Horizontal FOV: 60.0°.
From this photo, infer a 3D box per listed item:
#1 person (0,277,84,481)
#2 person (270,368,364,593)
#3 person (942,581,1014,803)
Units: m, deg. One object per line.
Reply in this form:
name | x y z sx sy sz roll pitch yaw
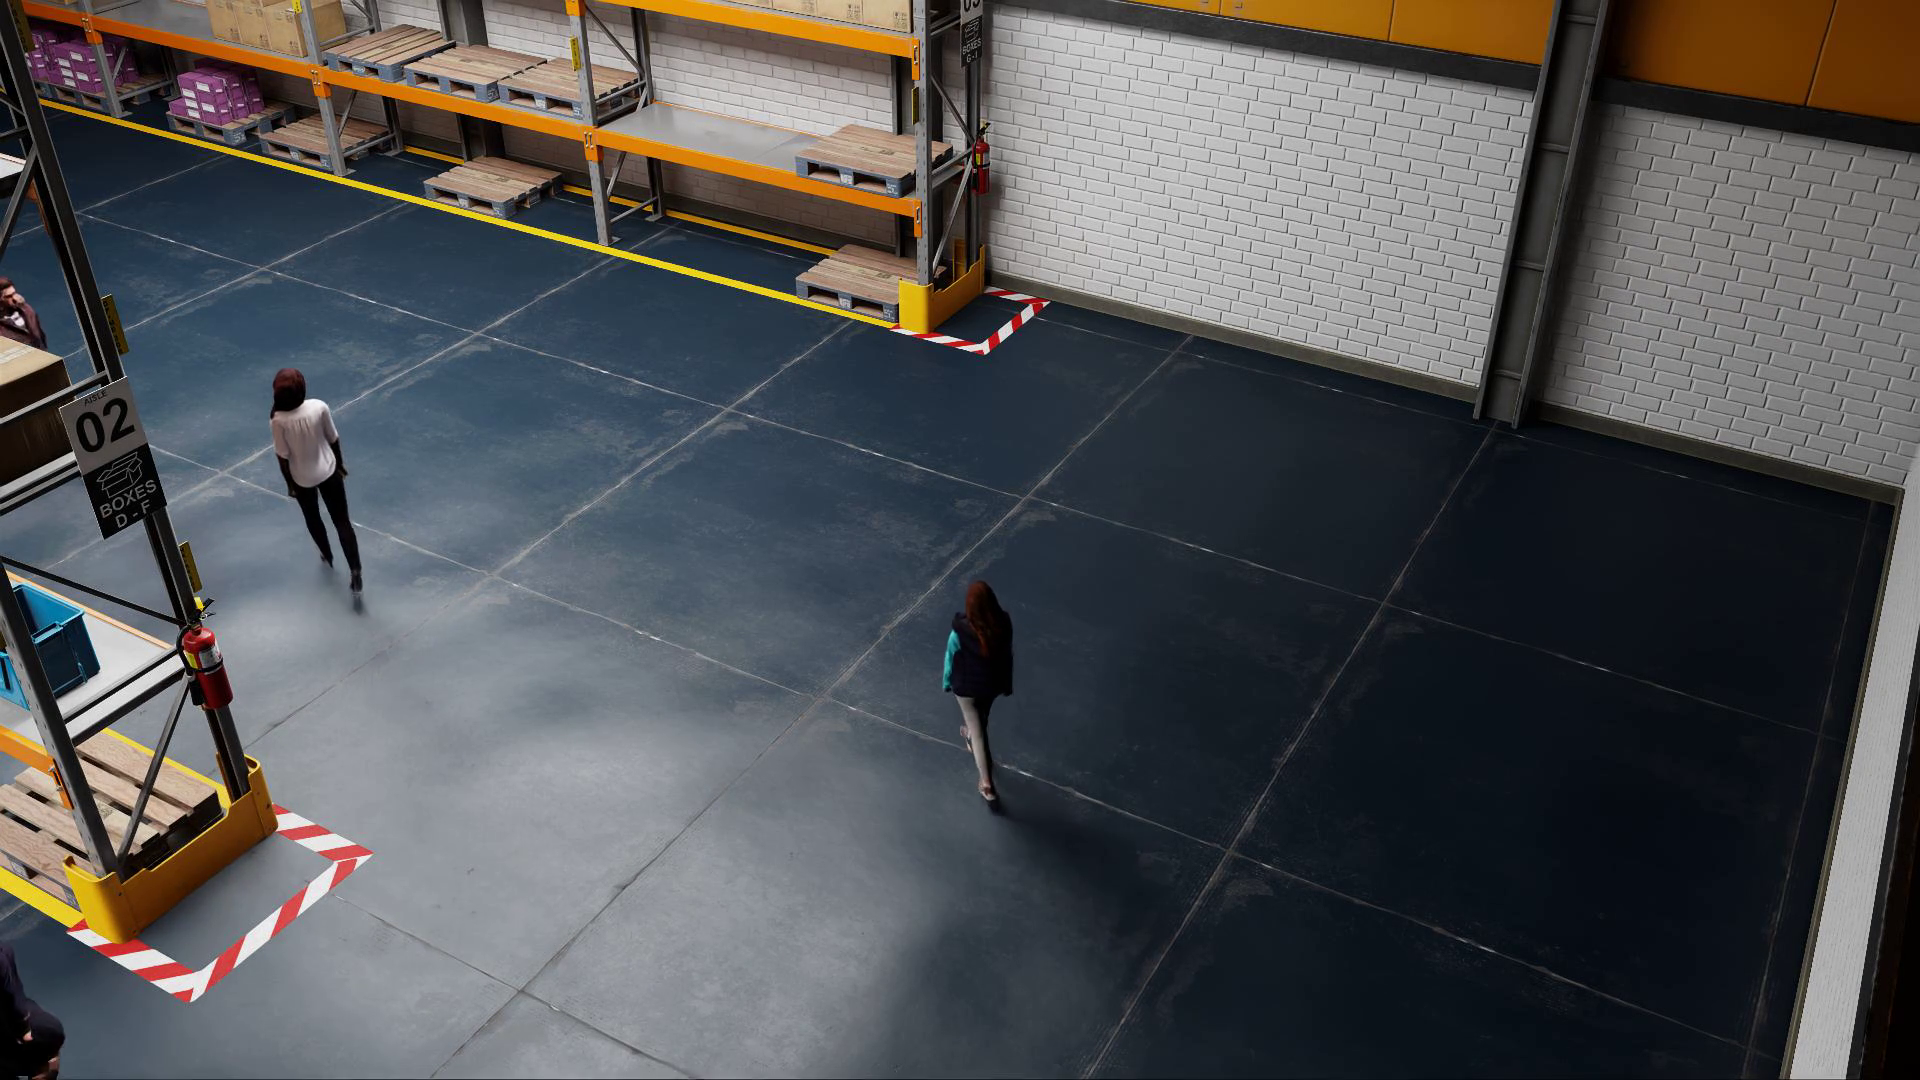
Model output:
person | -7.520 -1.251 13.307 1.268 1.807 0.993 8 34 12
person | -4.635 -0.395 12.057 0.945 1.765 1.179 -19 38 -26
person | 0.136 0.947 10.311 0.953 1.463 1.038 -10 35 -14
